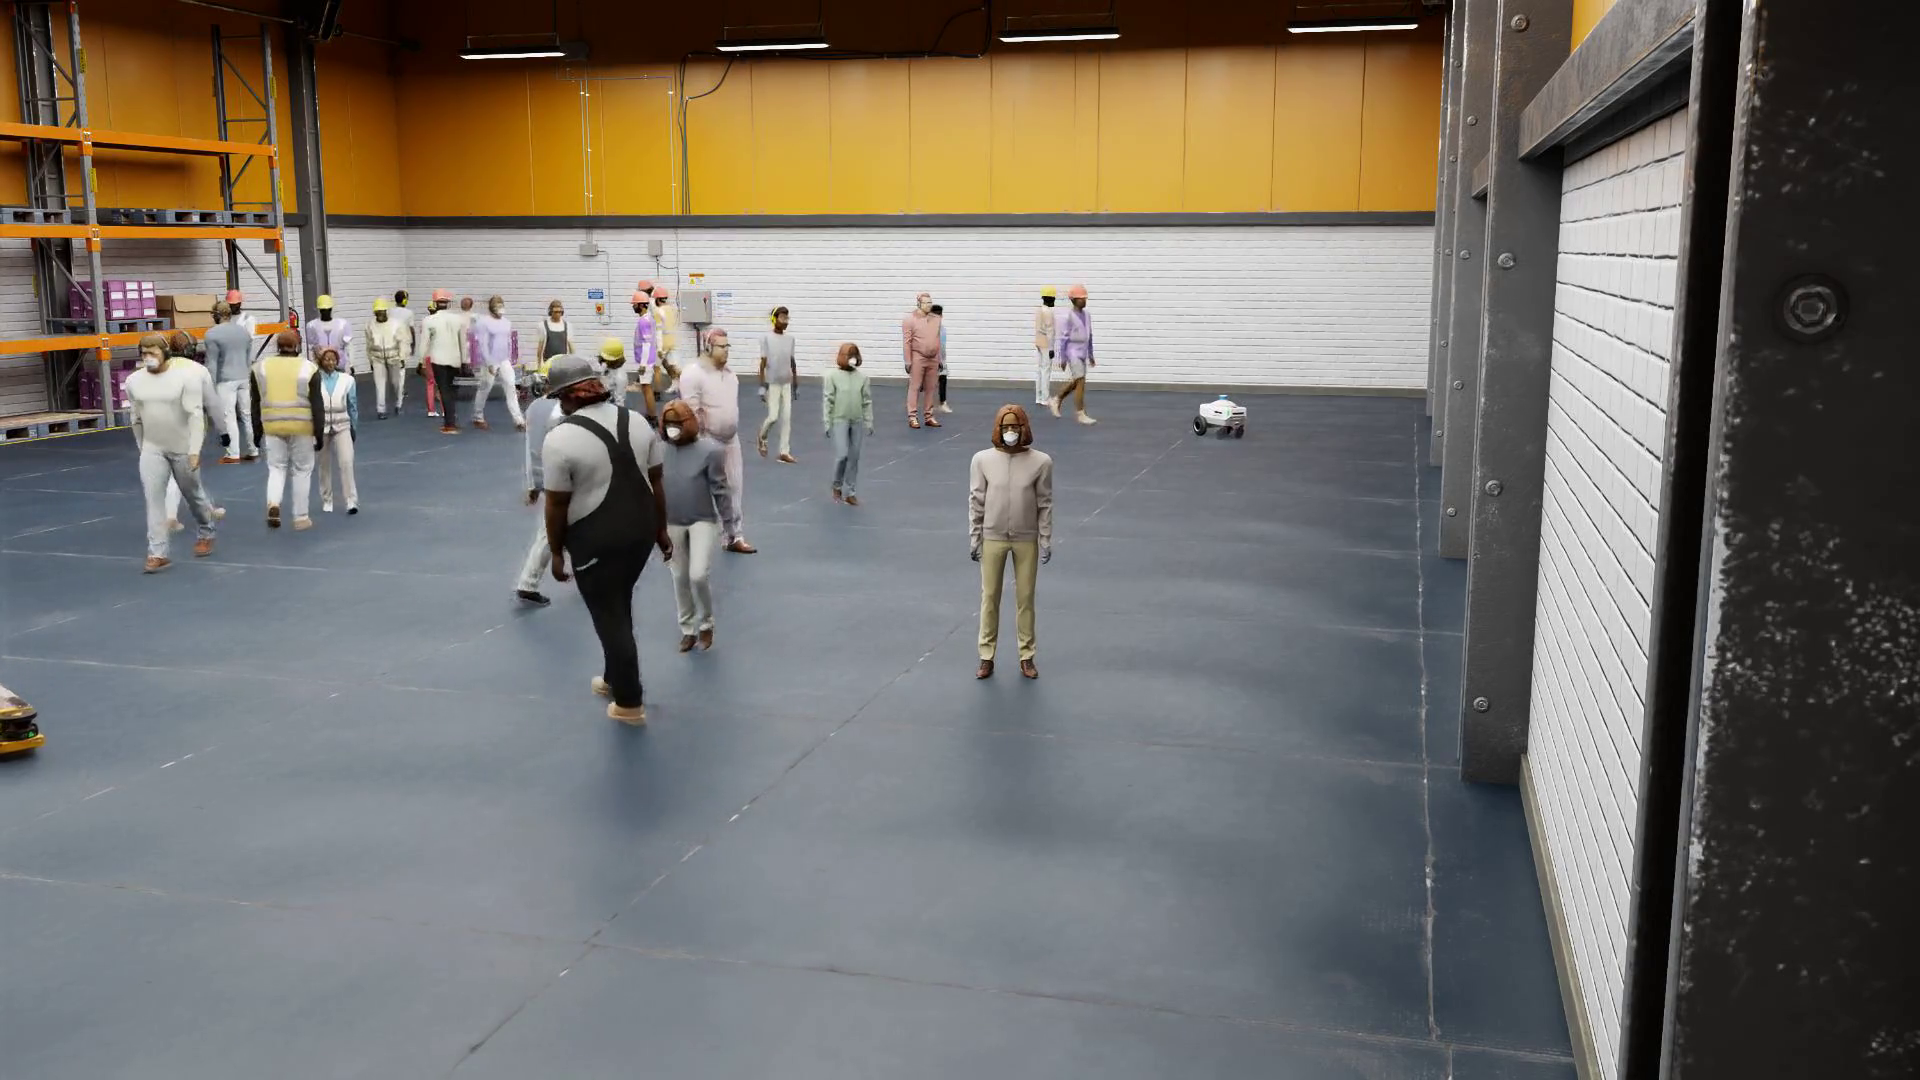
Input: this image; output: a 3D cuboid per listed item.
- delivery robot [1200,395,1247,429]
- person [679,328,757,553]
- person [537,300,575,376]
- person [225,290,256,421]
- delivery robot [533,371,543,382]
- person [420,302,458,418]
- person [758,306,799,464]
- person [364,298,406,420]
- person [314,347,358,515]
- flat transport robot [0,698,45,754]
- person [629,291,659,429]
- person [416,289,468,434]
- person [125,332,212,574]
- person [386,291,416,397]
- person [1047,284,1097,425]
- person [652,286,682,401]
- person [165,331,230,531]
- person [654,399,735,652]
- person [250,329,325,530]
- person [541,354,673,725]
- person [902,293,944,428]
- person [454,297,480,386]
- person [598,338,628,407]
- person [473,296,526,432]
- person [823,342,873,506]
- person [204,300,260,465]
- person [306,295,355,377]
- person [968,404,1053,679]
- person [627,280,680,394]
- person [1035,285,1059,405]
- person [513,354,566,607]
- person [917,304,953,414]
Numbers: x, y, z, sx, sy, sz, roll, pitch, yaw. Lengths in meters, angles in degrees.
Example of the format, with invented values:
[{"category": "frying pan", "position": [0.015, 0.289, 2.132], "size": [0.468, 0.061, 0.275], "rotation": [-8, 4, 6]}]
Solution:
[{"category": "delivery robot", "position": [3.532, -1.700, 22.317], "size": [0.477, 0.478, 0.707], "rotation": [-5, 11, -25]}, {"category": "person", "position": [-2.104, -0.829, 13.894], "size": [0.779, 1.879, 0.643], "rotation": [8, 13, 37]}, {"category": "person", "position": [-5.808, -2.538, 23.853], "size": [0.521, 1.795, 0.990], "rotation": [-6, 12, -30]}, {"category": "person", "position": [-10.521, -2.655, 24.115], "size": [0.577, 1.918, 0.701], "rotation": [1, 10, 5]}, {"category": "delivery robot", "position": [-6.853, -2.743, 28.224], "size": [0.707, 0.478, 0.477], "rotation": [0, 10, 1]}, {"category": "person", "position": [-7.794, -2.707, 24.859], "size": [0.533, 1.767, 0.326], "rotation": [3, 11, 18]}, {"category": "person", "position": [-2.152, -1.834, 19.646], "size": [0.555, 1.855, 0.539], "rotation": [-8, 13, -40]}, {"category": "person", "position": [-8.570, -2.717, 24.861], "size": [0.583, 1.797, 0.912], "rotation": [-3, 10, -14]}, {"category": "person", "position": [-5.965, -1.021, 15.785], "size": [0.520, 1.599, 0.848], "rotation": [-5, 11, -25]}, {"category": "flat transport robot", "position": [-5.334, 0.904, 8.638], "size": [0.652, 0.197, 1.431], "rotation": [-10, 14, -43]}, {"category": "person", "position": [-4.425, -2.511, 23.337], "size": [0.484, 1.938, 0.565], "rotation": [-1, 10, -5]}, {"category": "person", "position": [-7.118, -2.442, 22.765], "size": [0.754, 1.962, 0.631], "rotation": [8, 13, 40]}, {"category": "person", "position": [-6.325, -0.731, 13.350], "size": [0.637, 1.894, 1.031], "rotation": [0, 10, -2]}, {"category": "person", "position": [-9.395, -3.255, 27.855], "size": [0.549, 1.820, 0.939], "rotation": [-1, 10, -3]}, {"category": "person", "position": [1.620, -2.694, 24.086], "size": [0.903, 2.020, 0.603], "rotation": [8, 13, 39]}, {"category": "person", "position": [-4.763, -3.205, 27.317], "size": [0.900, 1.908, 0.555], "rotation": [6, 11, 29]}, {"category": "person", "position": [-7.061, -0.992, 15.115], "size": [0.651, 1.790, 0.973], "rotation": [4, 11, 19]}, {"category": "person", "position": [-1.696, -0.077, 10.391], "size": [0.560, 1.609, 0.449], "rotation": [2, 10, 10]}, {"category": "person", "position": [-6.016, -0.966, 14.866], "size": [0.651, 1.818, 0.604], "rotation": [-1, 10, -4]}, {"category": "person", "position": [-1.983, -0.042, 8.991], "size": [0.828, 2.000, 0.741], "rotation": [8, 13, 37]}, {"category": "person", "position": [-0.500, -2.530, 23.461], "size": [0.653, 1.904, 0.405], "rotation": [-7, 12, -36]}, {"category": "person", "position": [-9.024, -3.638, 30.510], "size": [0.523, 1.640, 0.309], "rotation": [1, 10, 7]}, {"category": "person", "position": [-3.291, -1.084, 15.884], "size": [0.333, 1.699, 0.620], "rotation": [-4, 11, -23]}, {"category": "person", "position": [-6.401, -2.423, 22.951], "size": [1.048, 1.886, 0.638], "rotation": [7, 12, 35]}, {"category": "person", "position": [-1.082, -1.133, 16.321], "size": [0.520, 1.620, 0.341], "rotation": [-6, 12, -32]}, {"category": "person", "position": [-8.568, -1.840, 19.524], "size": [0.392, 1.927, 0.646], "rotation": [4, 11, 23]}, {"category": "person", "position": [-8.837, -2.500, 23.370], "size": [0.604, 1.884, 0.969], "rotation": [-4, 11, -20]}, {"category": "person", "position": [0.298, 0.012, 9.835], "size": [0.497, 1.633, 0.284], "rotation": [0, 10, 1]}, {"category": "person", "position": [-5.317, -3.506, 28.826], "size": [1.077, 1.985, 0.646], "rotation": [4, 11, 21]}, {"category": "person", "position": [1.398, -3.128, 26.785], "size": [0.366, 1.927, 0.585], "rotation": [-3, 10, -15]}, {"category": "person", "position": [-2.866, -0.431, 11.920], "size": [0.937, 1.789, 0.603], "rotation": [-9, 13, -40]}, {"category": "person", "position": [-0.431, -2.788, 25.555], "size": [0.703, 1.679, 0.538], "rotation": [10, 14, 43]}]
